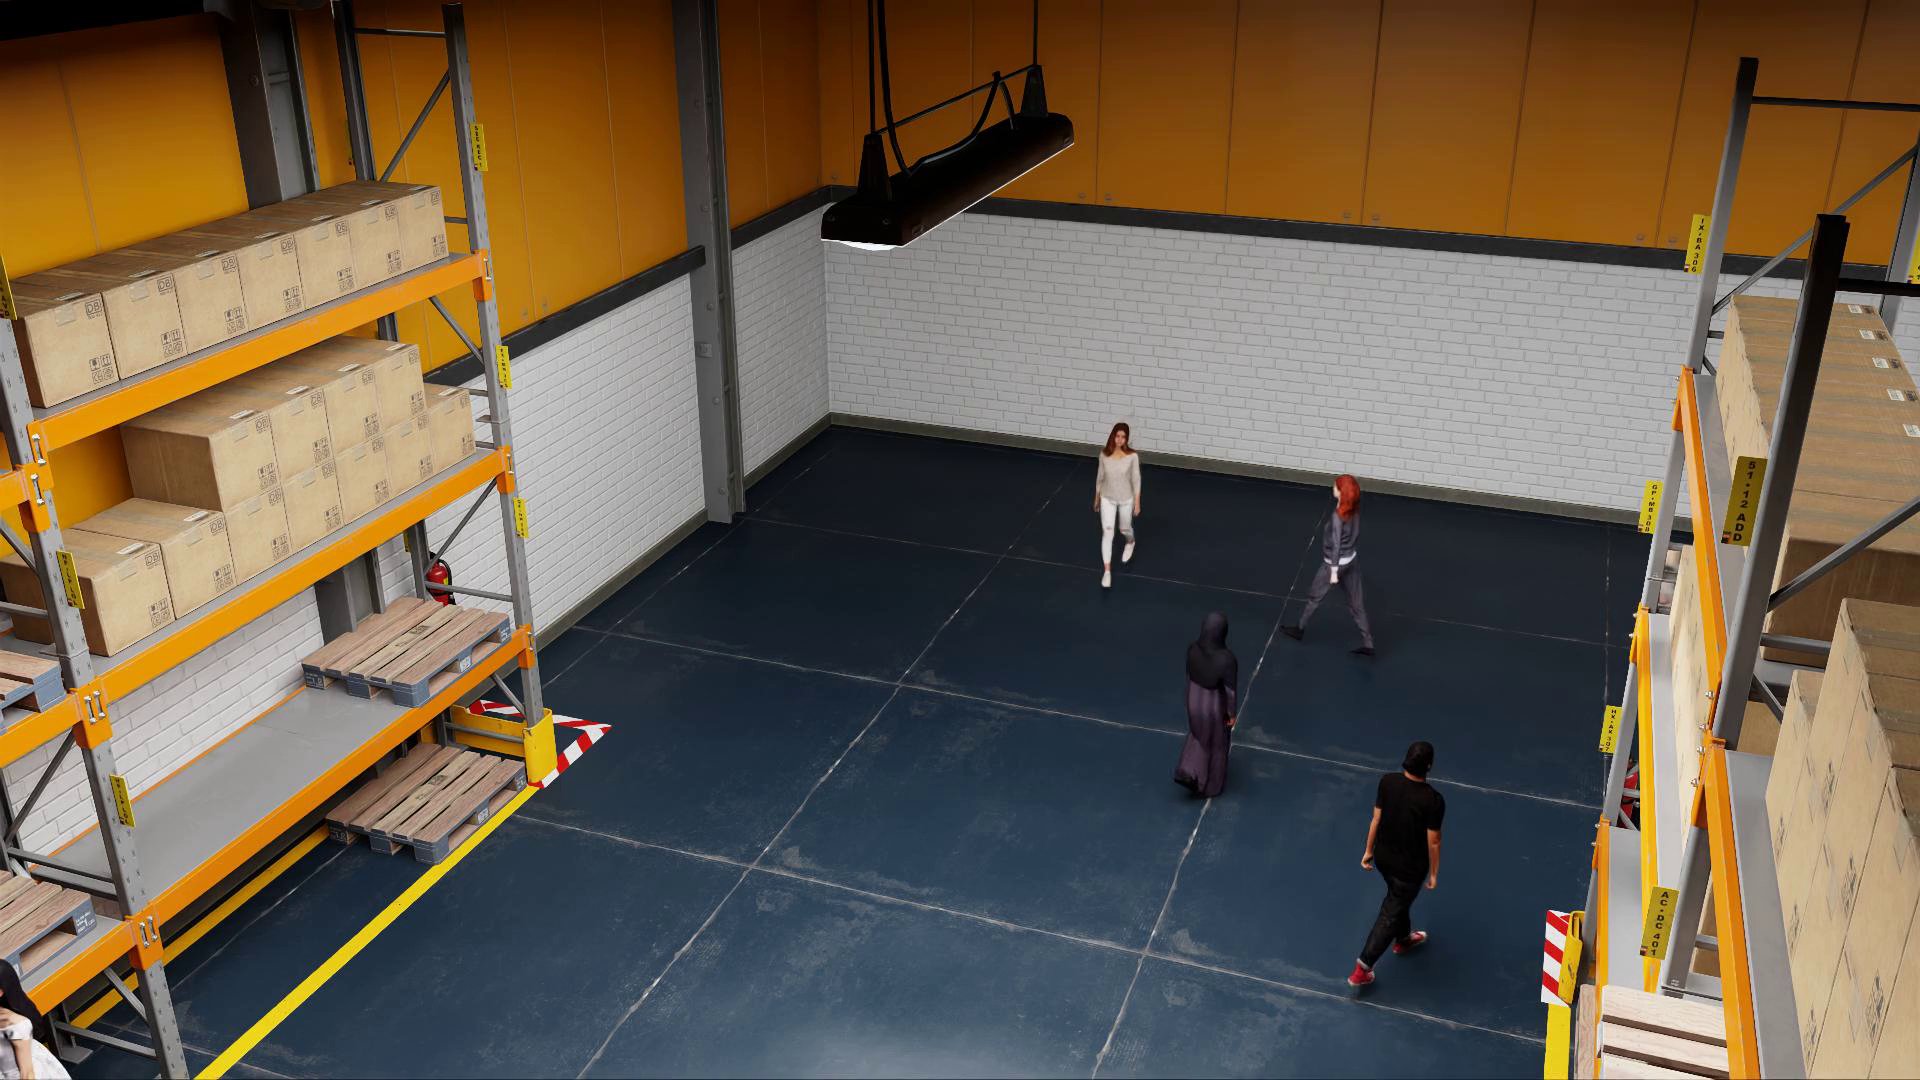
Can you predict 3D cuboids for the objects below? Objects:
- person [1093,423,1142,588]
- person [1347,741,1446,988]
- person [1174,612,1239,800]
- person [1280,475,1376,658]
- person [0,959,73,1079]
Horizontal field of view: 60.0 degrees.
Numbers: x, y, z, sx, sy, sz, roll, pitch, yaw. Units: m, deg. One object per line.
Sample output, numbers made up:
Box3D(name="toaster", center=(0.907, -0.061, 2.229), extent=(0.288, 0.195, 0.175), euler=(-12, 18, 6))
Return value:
Box3D(name="person", center=(1.614, -0.428, 16.807), extent=(0.713, 1.676, 1.138), euler=(7, 24, 15))
Box3D(name="person", center=(2.834, 2.145, 10.869), extent=(1.219, 1.718, 1.013), euler=(-20, 30, -38))
Box3D(name="person", center=(1.898, 1.302, 12.934), extent=(0.753, 1.608, 0.863), euler=(18, 29, 36))
Box3D(name="person", center=(3.533, 0.281, 15.123), extent=(0.941, 1.726, 1.196), euler=(18, 29, 35))
Box3D(name="person", center=(-4.975, 2.971, 8.915), extent=(0.804, 1.769, 0.778), euler=(-18, 29, -35))
